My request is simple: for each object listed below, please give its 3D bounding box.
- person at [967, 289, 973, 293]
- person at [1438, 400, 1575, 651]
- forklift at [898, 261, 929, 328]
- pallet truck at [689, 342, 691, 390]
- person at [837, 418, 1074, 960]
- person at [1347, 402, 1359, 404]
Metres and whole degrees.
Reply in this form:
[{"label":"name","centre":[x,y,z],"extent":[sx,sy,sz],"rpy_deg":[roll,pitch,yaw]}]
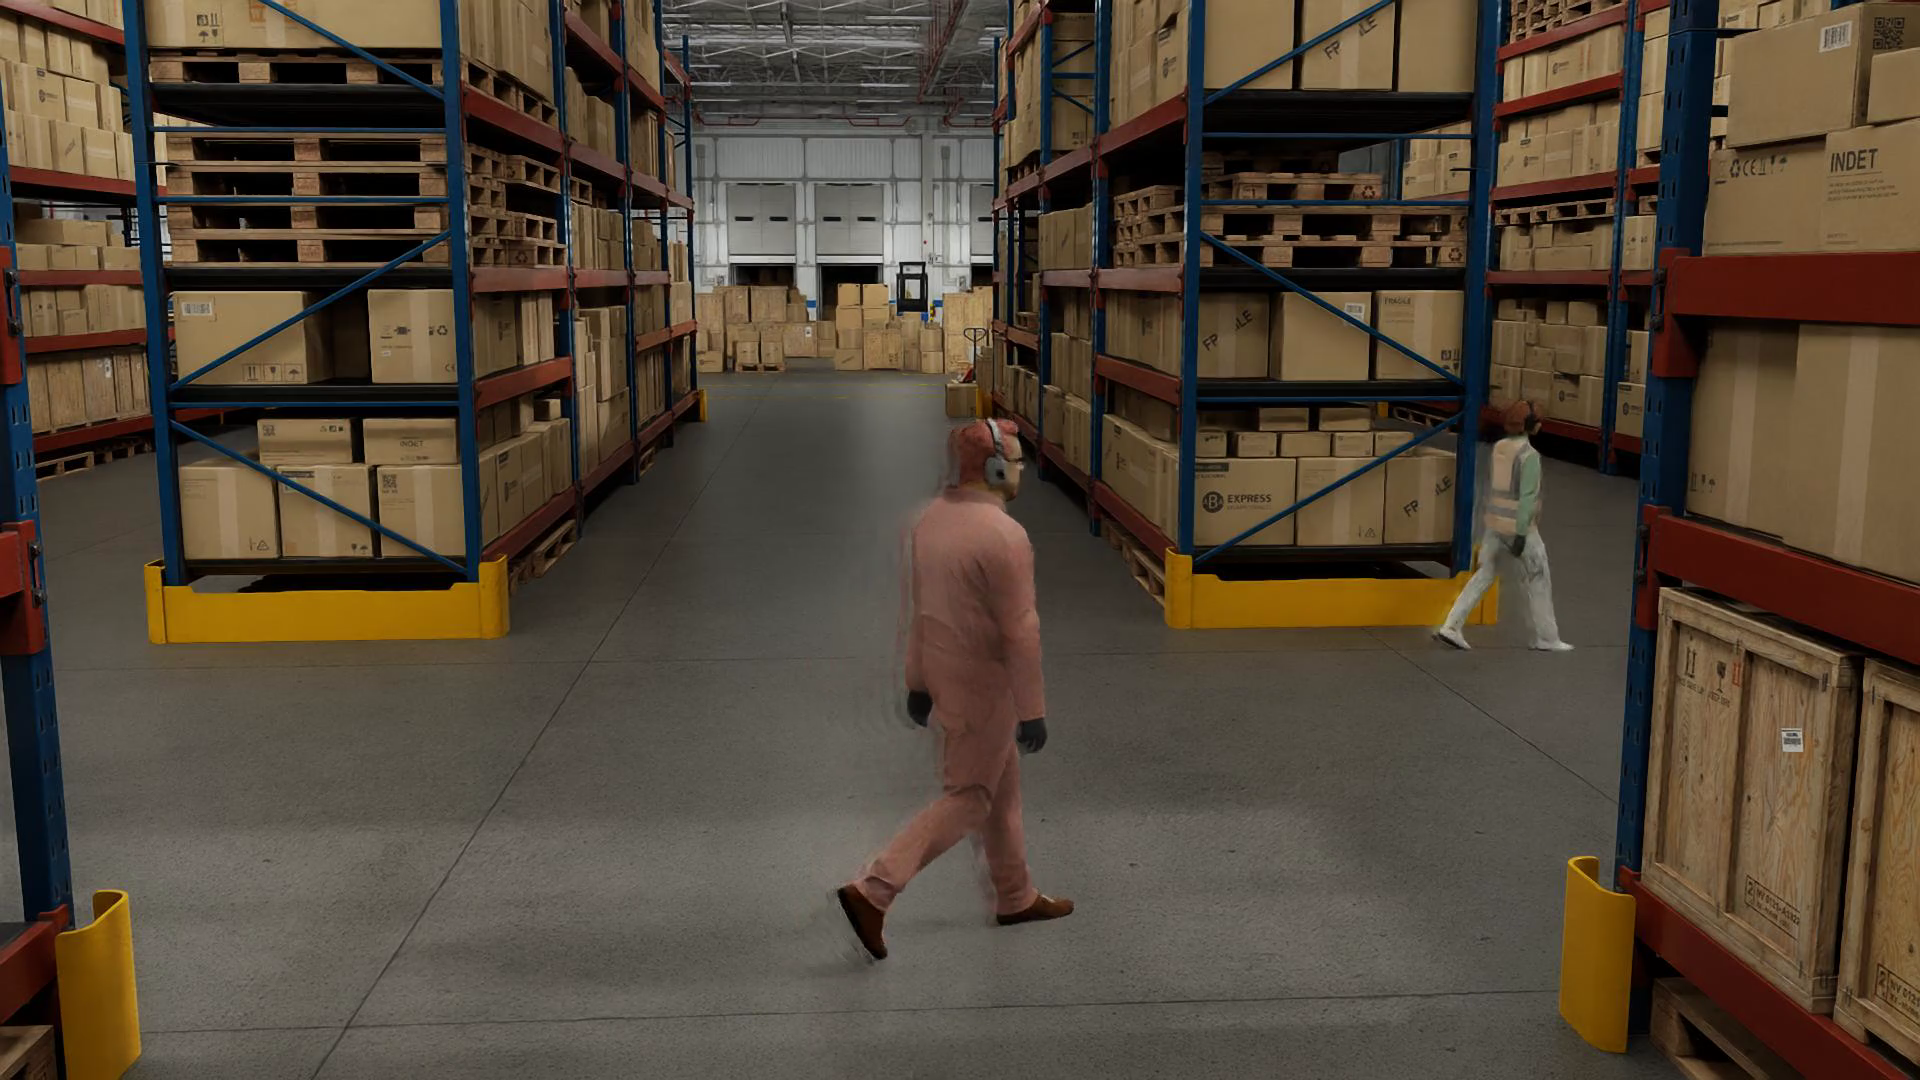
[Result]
[{"label":"person","centre":[0.280,-8.014,59.321],"extent":[0.574,1.868,0.554],"rpy_deg":[-7,12,-38]},{"label":"person","centre":[3.409,-0.072,10.366],"extent":[0.855,1.605,0.507],"rpy_deg":[-3,9,-15]},{"label":"forklift","centre":[-1.628,-8.197,57.300],"extent":[1.129,2.768,1.873],"rpy_deg":[-1,9,-4]},{"label":"pallet truck","centre":[-5.225,-3.008,27.480],"extent":[1.885,1.965,0.823],"rpy_deg":[2,9,14]},{"label":"person","centre":[-0.005,0.510,5.783],"extent":[0.903,1.874,0.648],"rpy_deg":[-4,10,-24]},{"label":"person","centre":[4.041,-1.476,17.877],"extent":[0.419,2.003,0.683],"rpy_deg":[-8,12,-41]}]
